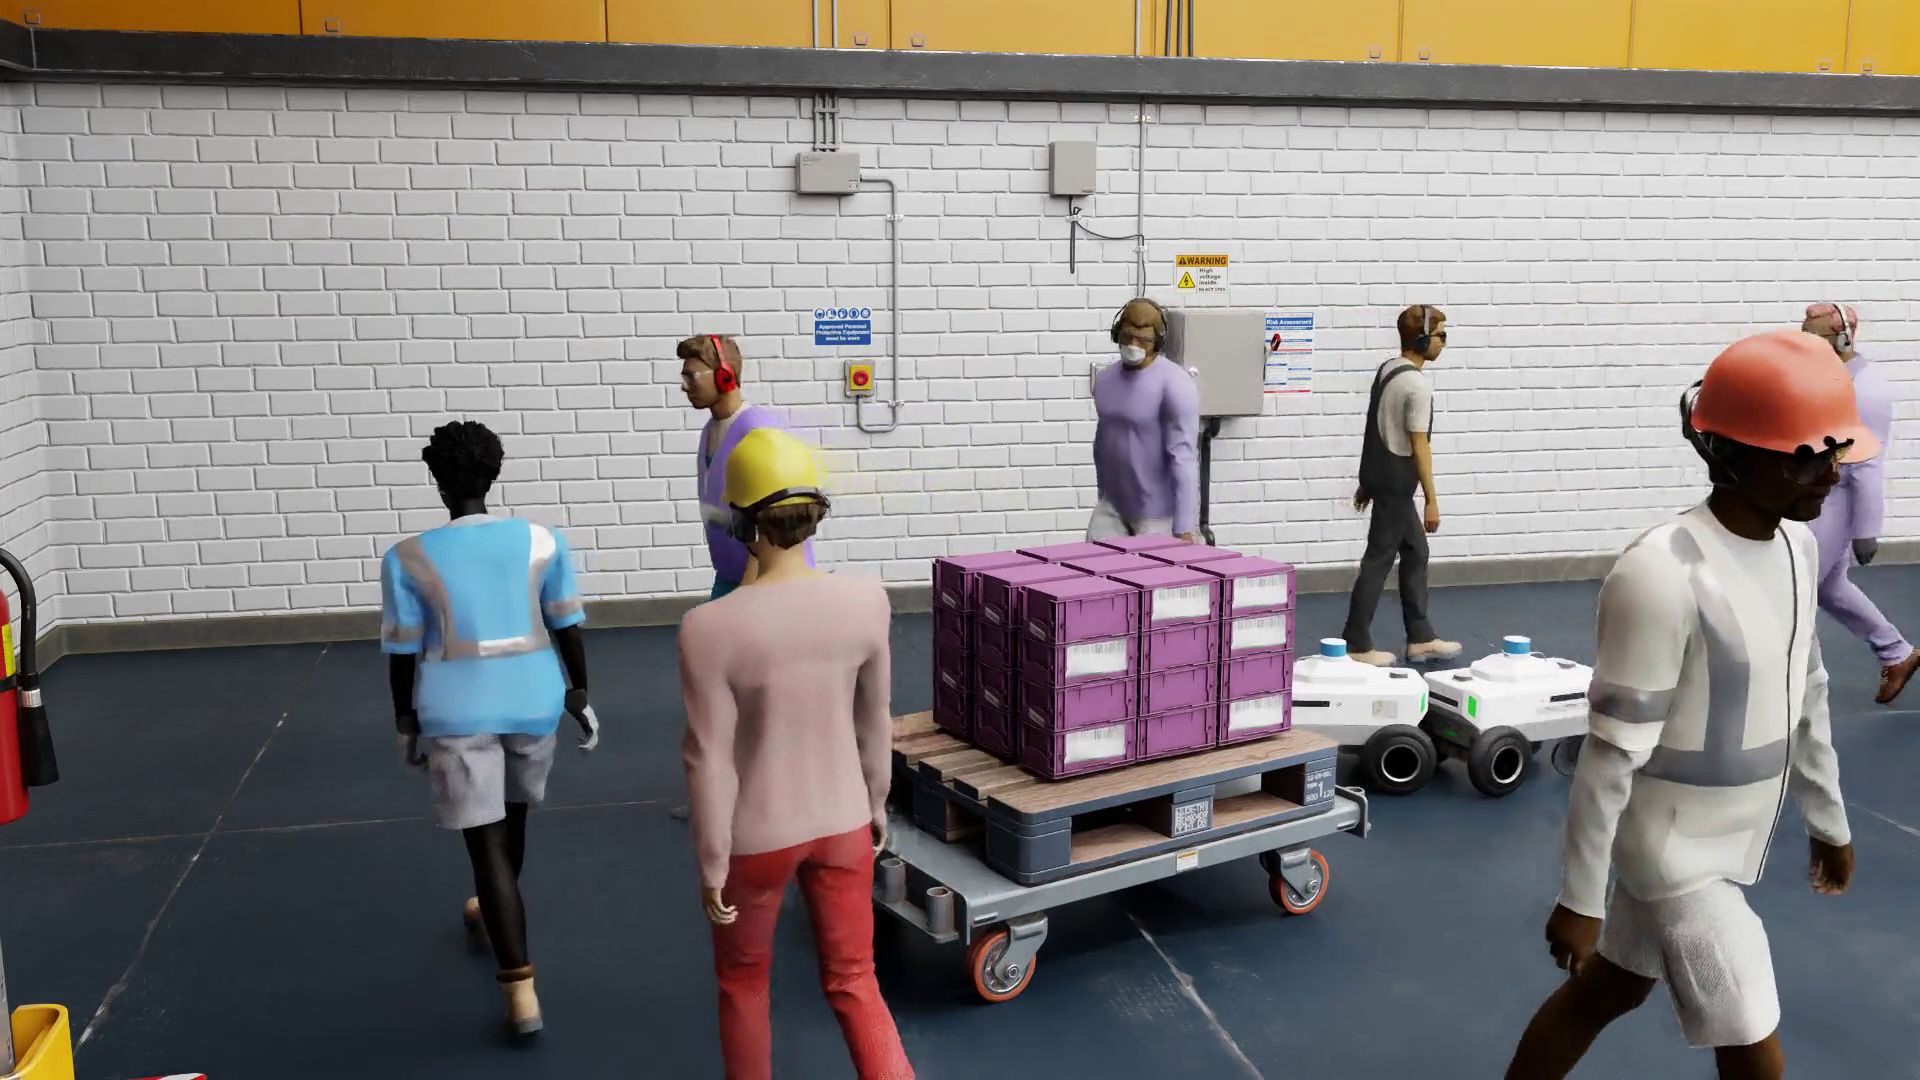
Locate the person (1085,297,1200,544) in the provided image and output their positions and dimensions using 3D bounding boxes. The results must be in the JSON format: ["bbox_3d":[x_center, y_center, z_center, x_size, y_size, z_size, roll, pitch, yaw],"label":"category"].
[{"bbox_3d":[0.866,-0.138,7.422,0.913,1.900,0.646,-7,12,-33],"label":"person"}]

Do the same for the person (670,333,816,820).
[{"bbox_3d":[-0.674,0.132,6.172,0.818,1.806,0.590,-6,12,-31],"label":"person"}]

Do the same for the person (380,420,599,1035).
[{"bbox_3d":[-1.307,0.485,4.637,0.557,1.638,0.899,-7,12,-32],"label":"person"}]

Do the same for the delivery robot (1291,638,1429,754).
[{"bbox_3d":[1.468,0.633,6.582,0.707,0.478,0.477,1,10,3],"label":"delivery robot"}]

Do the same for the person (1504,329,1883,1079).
[{"bbox_3d":[1.464,0.577,3.238,0.741,1.972,1.074,-10,14,-44],"label":"person"}]

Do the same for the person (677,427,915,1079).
[{"bbox_3d":[-0.337,0.630,3.586,0.527,1.745,0.789,-6,12,-30],"label":"person"}]

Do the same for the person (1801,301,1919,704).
[{"bbox_3d":[3.973,-0.144,7.508,0.903,1.871,0.651,1,10,4],"label":"person"}]

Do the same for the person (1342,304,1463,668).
[{"bbox_3d":[2.257,-0.244,8.186,0.792,1.815,0.552,0,10,-2],"label":"person"}]

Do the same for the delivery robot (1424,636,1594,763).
[{"bbox_3d":[2.207,0.625,6.624,0.707,0.478,0.477,-4,11,-22],"label":"delivery robot"}]
